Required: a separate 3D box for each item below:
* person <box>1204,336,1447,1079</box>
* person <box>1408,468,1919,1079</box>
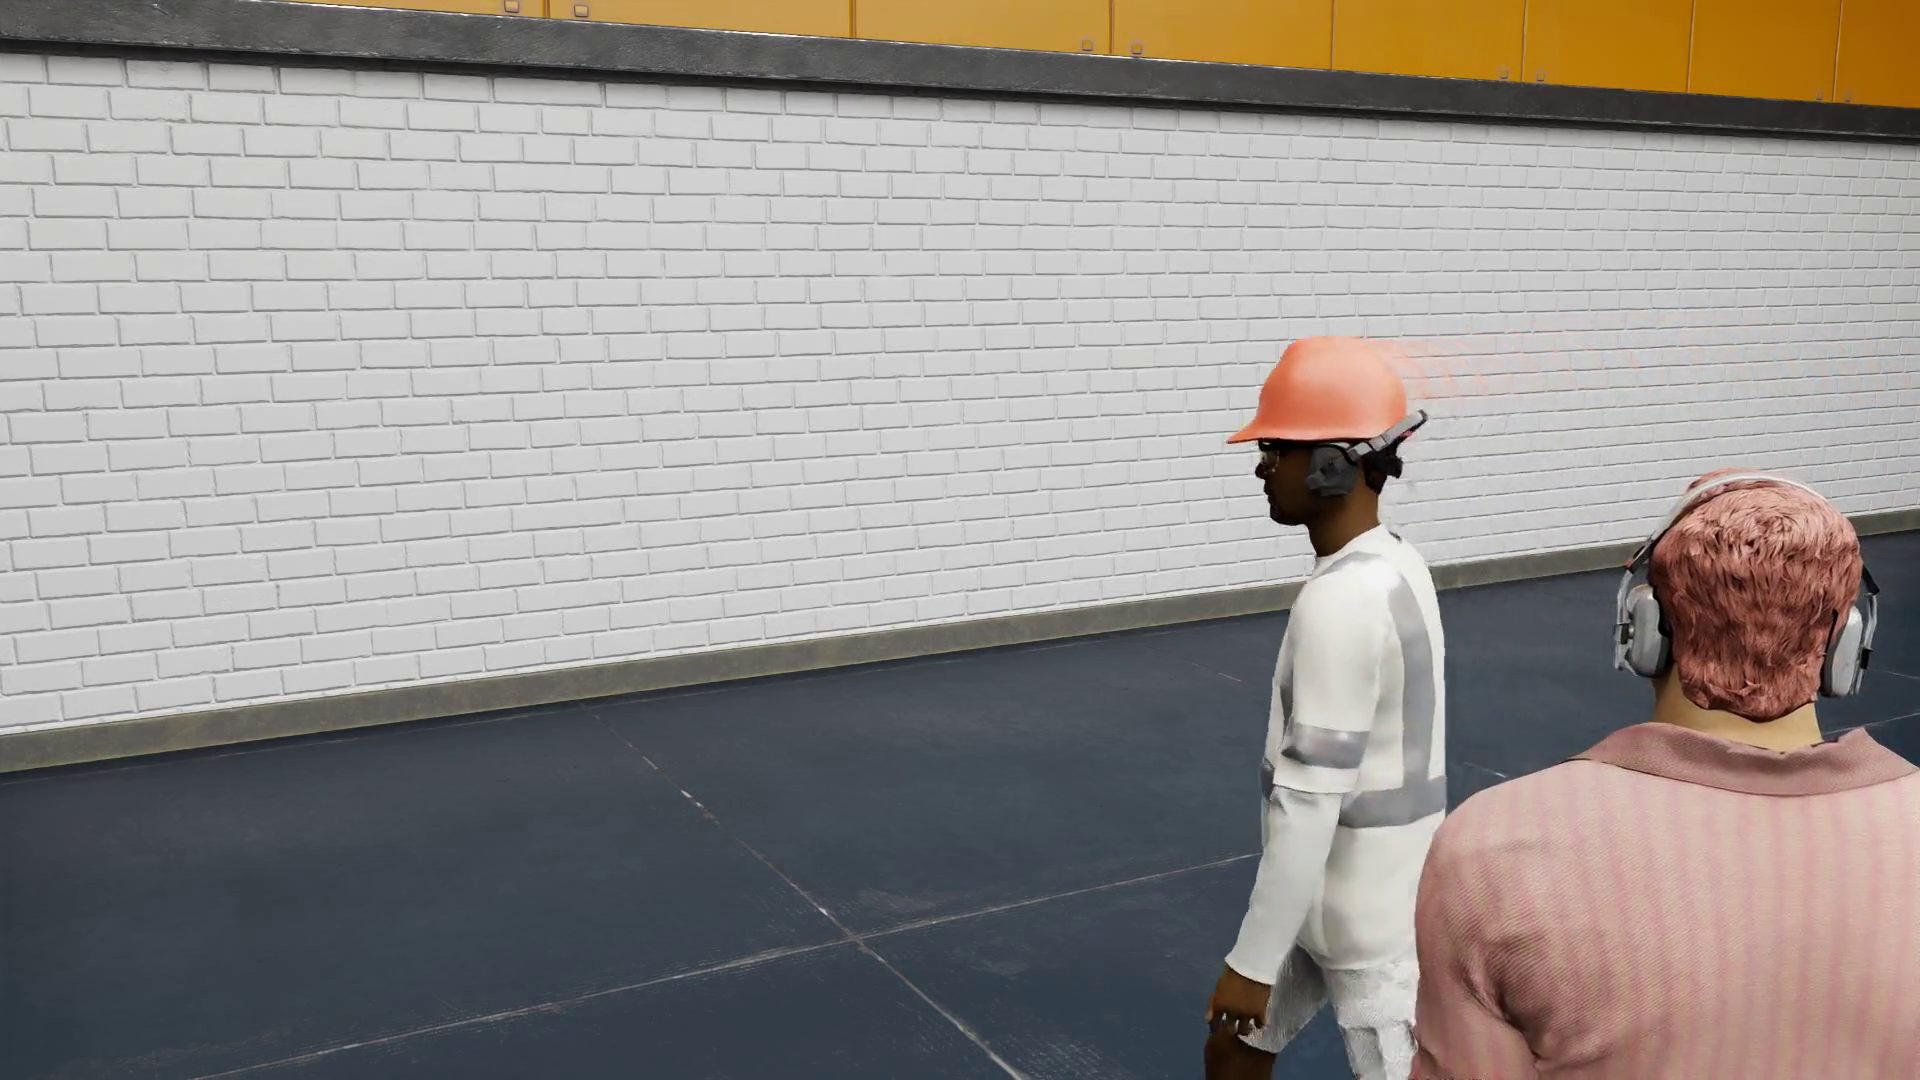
[{"bbox_3d":[0.750,0.632,2.995,1.078,1.993,0.605,2,10,13],"label":"person"},{"bbox_3d":[0.787,0.873,1.804,0.648,1.907,0.401,1,10,7],"label":"person"}]
